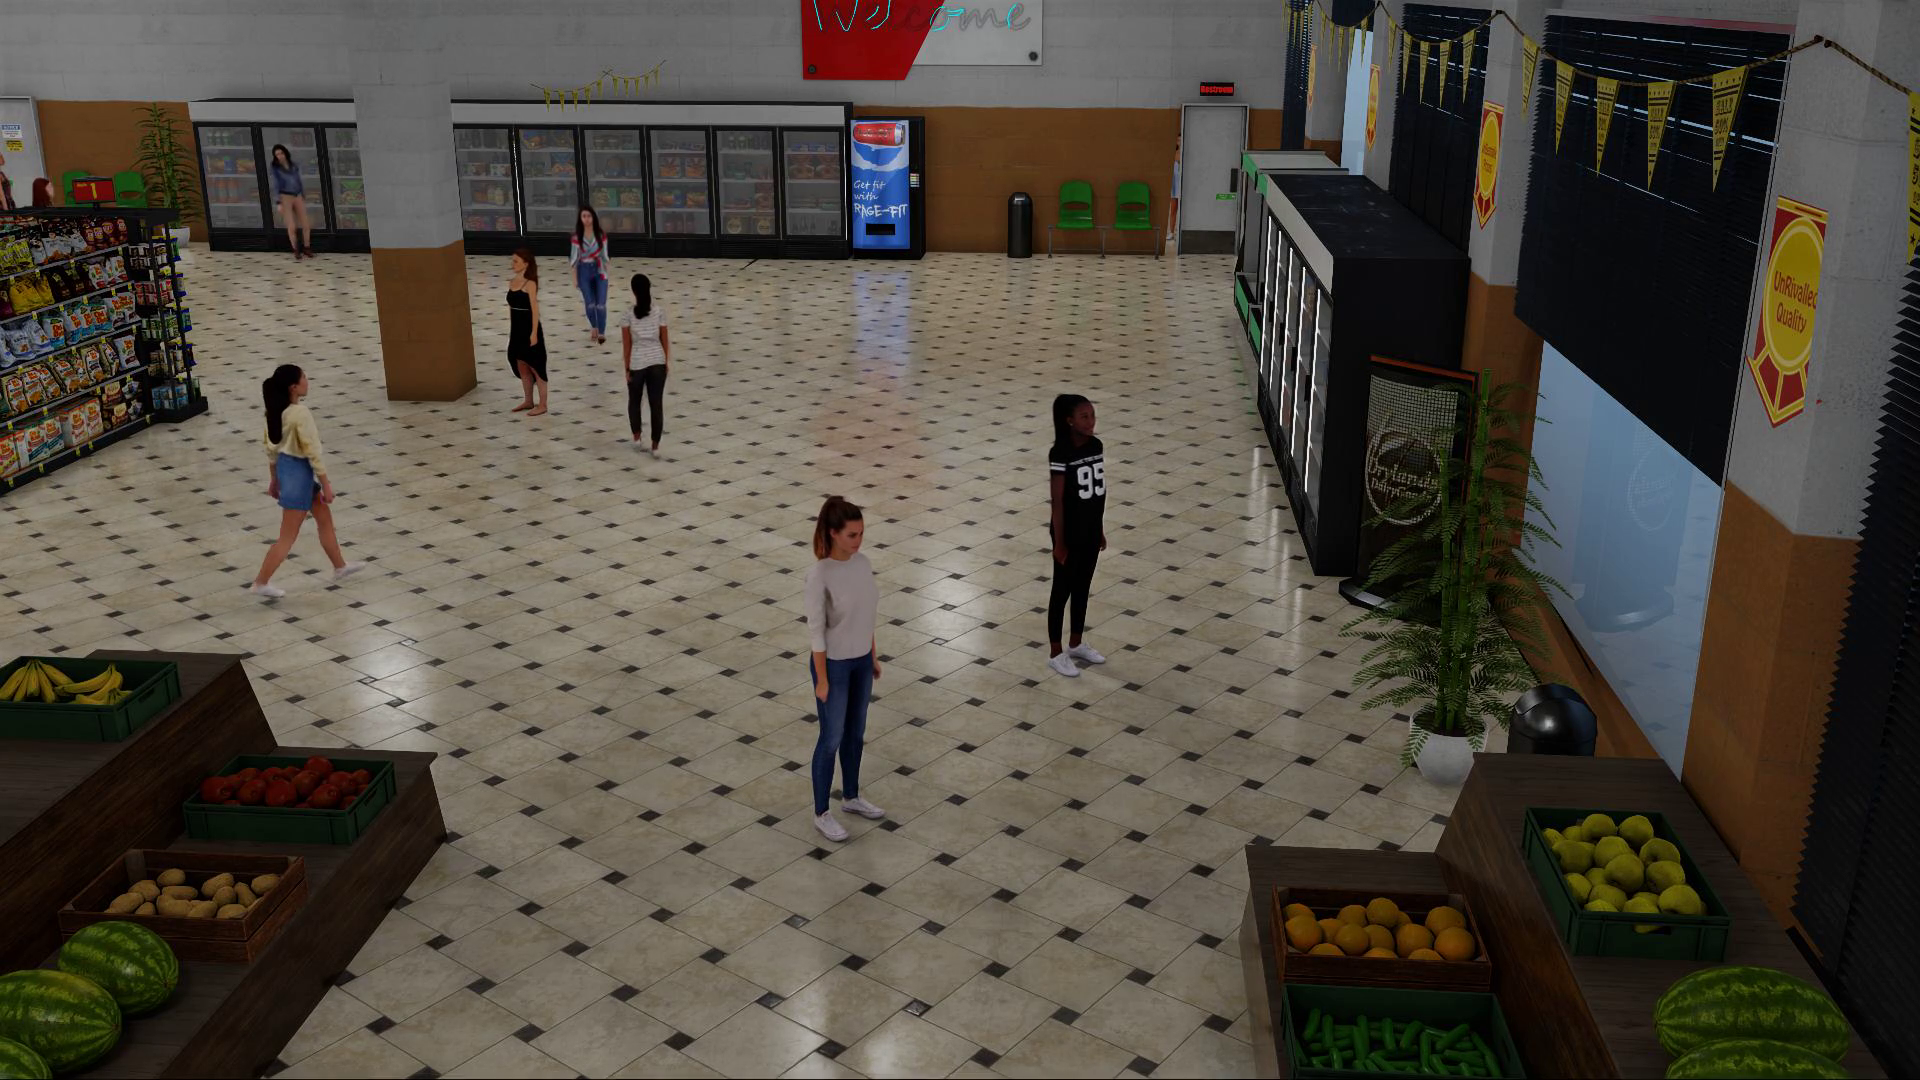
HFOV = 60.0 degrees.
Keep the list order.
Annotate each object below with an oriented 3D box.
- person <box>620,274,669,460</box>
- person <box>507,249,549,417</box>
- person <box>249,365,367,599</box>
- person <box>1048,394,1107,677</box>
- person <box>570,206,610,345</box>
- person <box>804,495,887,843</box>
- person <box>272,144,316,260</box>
[{"bbox_3d":[-2.767,-1.522,14.766,0.721,1.623,0.875,-5,19,-14],"label":"person"},{"bbox_3d":[-4.240,-2.045,16.316,0.670,1.624,0.719,17,25,40],"label":"person"},{"bbox_3d":[-4.602,-0.358,11.368,1.050,1.588,1.229,15,24,37],"label":"person"},{"bbox_3d":[0.713,-0.046,10.221,0.776,1.728,0.699,16,25,40],"label":"person"},{"bbox_3d":[-4.330,-3.097,19.531,0.842,1.562,1.148,-5,19,-13],"label":"person"},{"bbox_3d":[-0.587,0.619,8.244,0.750,1.733,0.642,14,23,35],"label":"person"},{"bbox_3d":[-10.134,-5.104,25.221,0.833,1.731,0.771,14,23,35],"label":"person"}]
